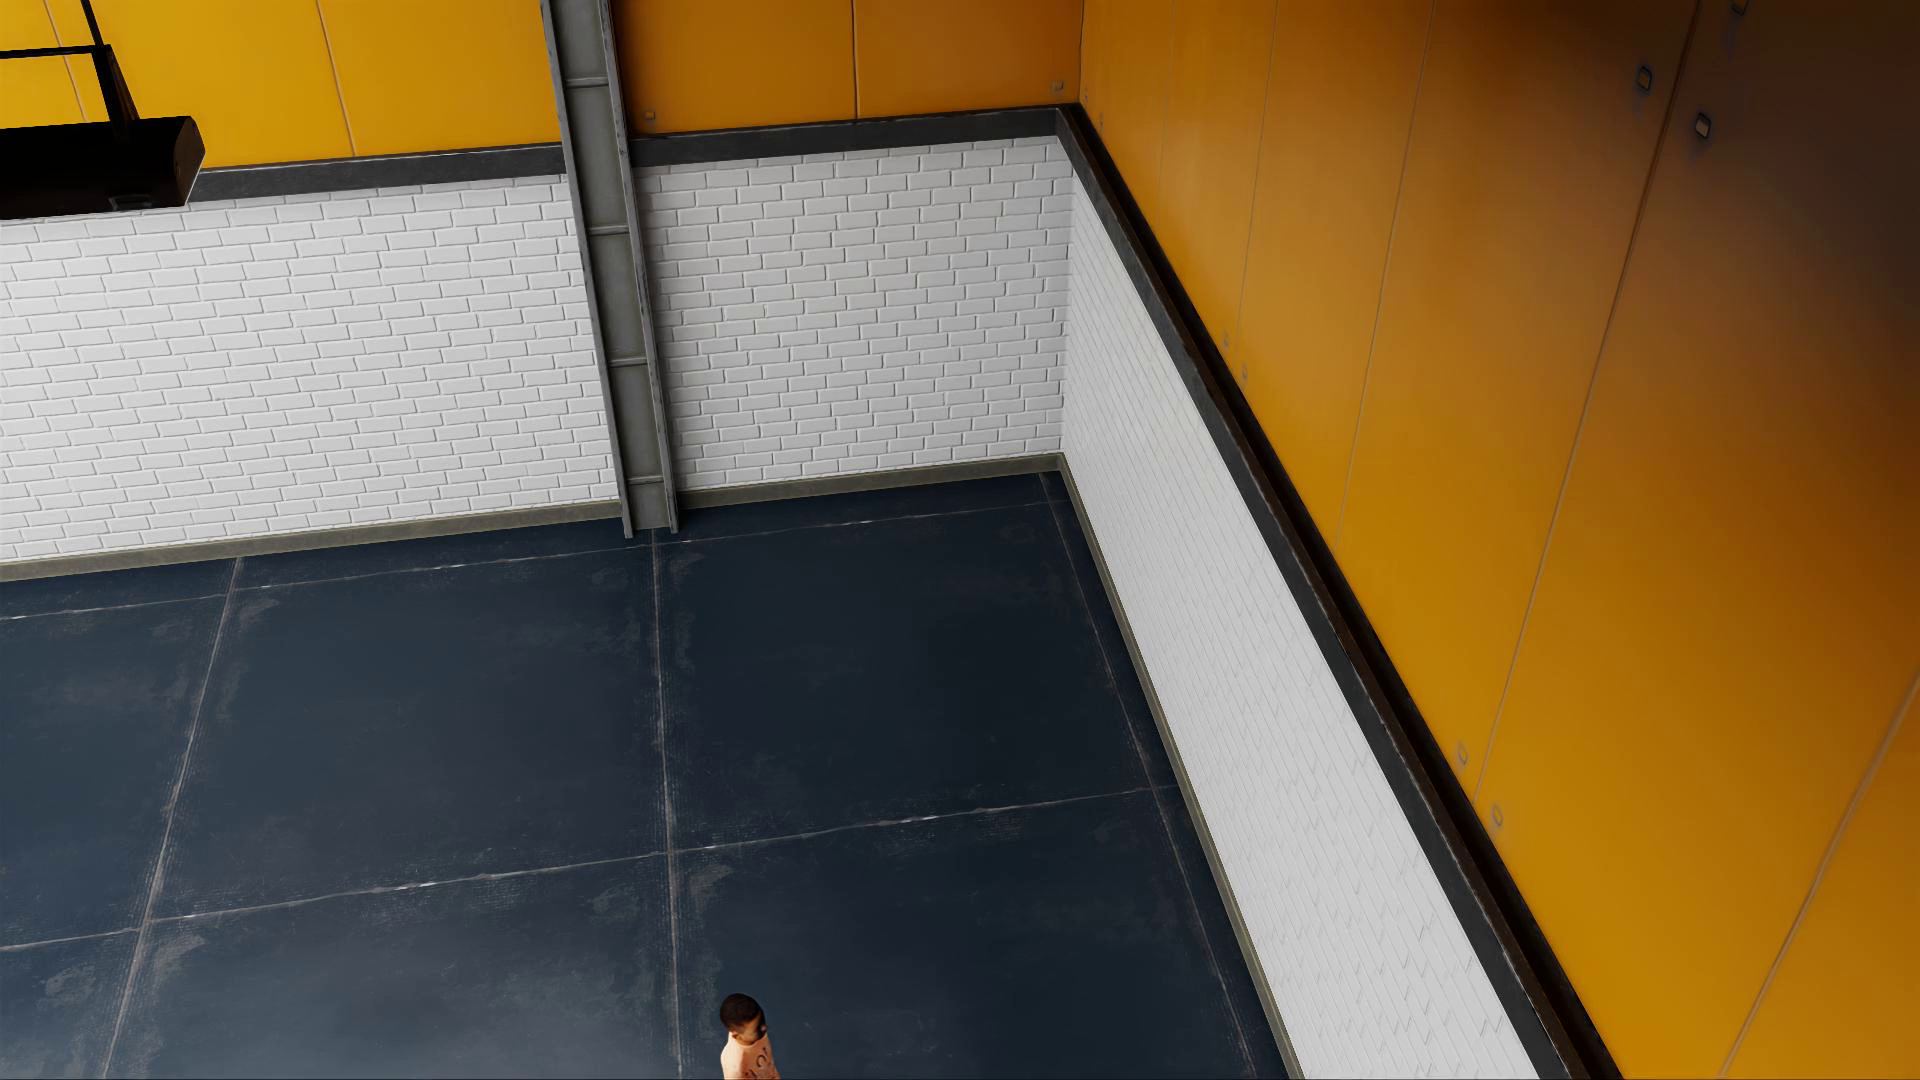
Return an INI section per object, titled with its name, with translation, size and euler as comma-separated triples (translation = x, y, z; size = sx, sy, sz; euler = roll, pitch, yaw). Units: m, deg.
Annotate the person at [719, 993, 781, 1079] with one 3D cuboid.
[person]
translation = -0.975, 2.638, 7.869
size = 0.567, 1.461, 0.570
euler = 4, 39, 5
